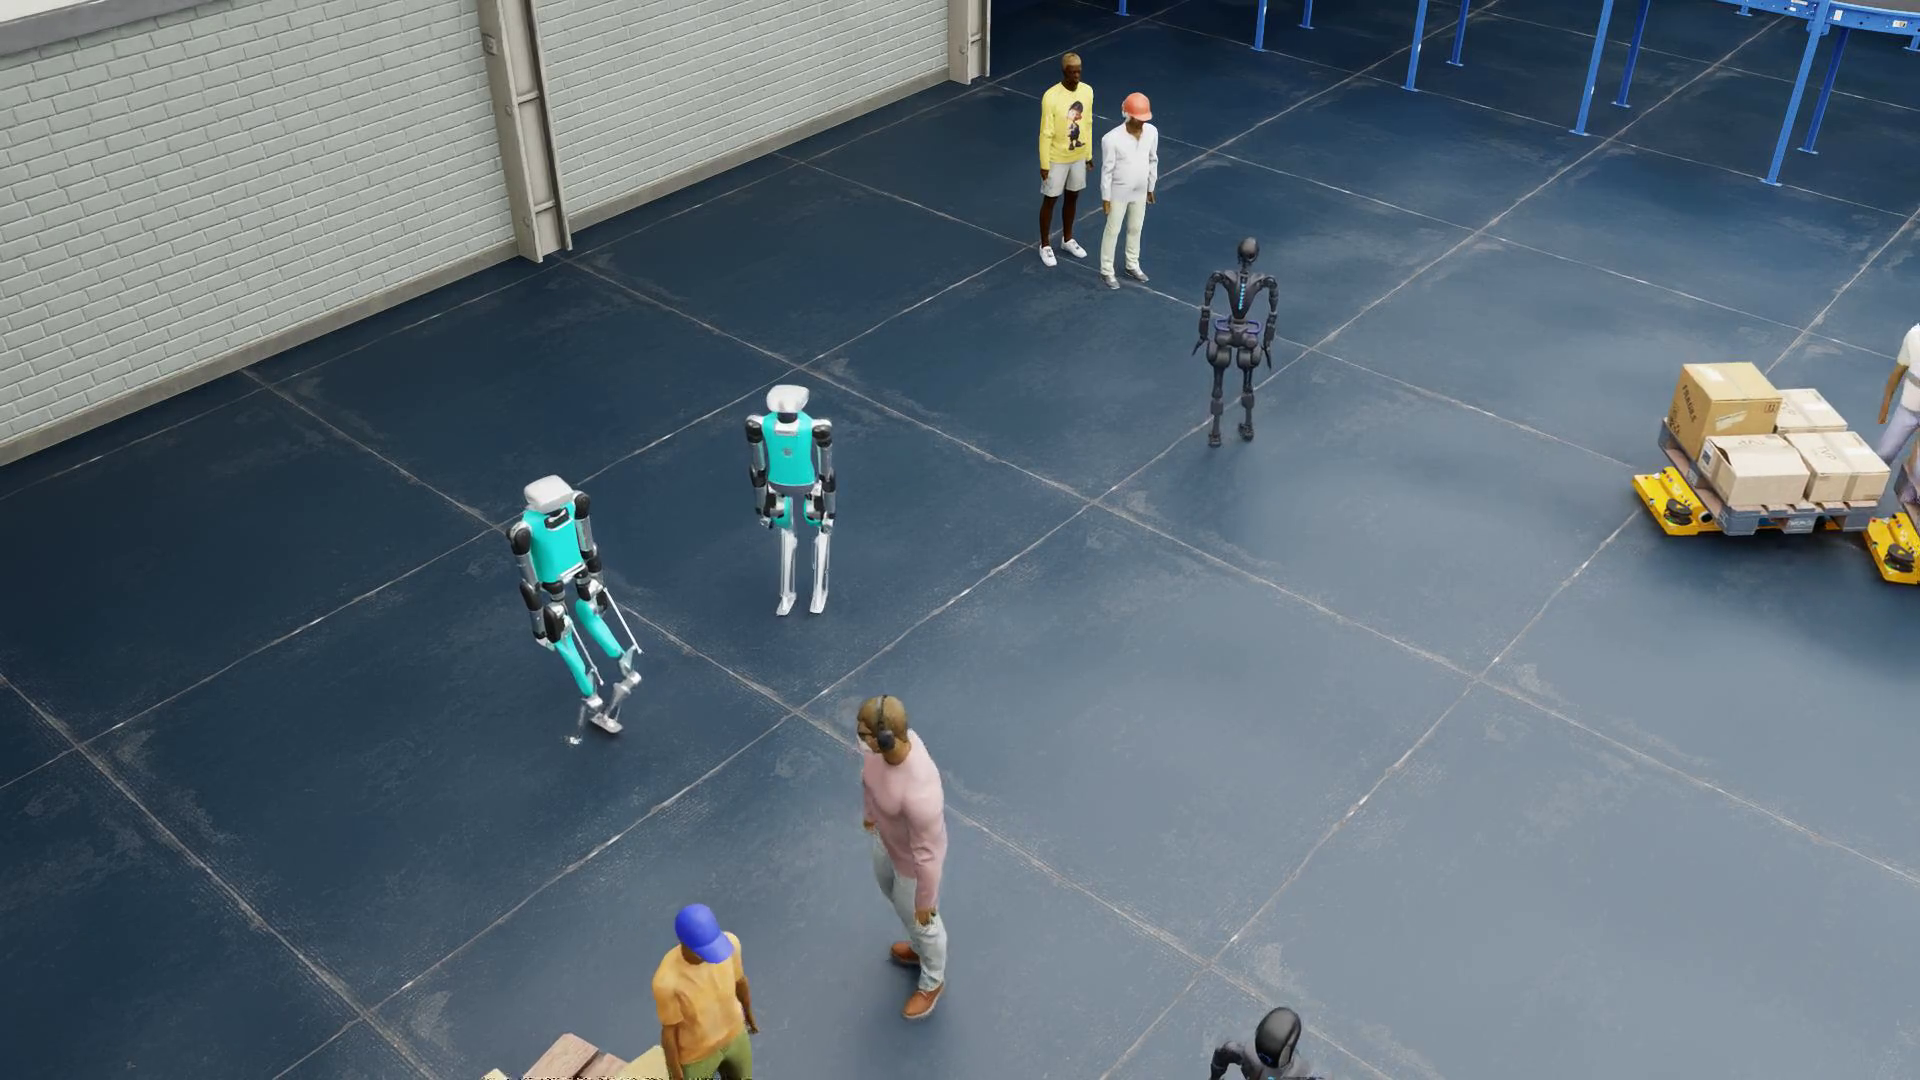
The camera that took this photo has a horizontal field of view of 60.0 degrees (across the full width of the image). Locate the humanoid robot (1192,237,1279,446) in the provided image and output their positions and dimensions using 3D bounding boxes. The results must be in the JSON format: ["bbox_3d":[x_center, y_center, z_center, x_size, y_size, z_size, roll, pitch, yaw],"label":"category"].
[{"bbox_3d":[2.018,-1.481,12.253,0.590,1.655,0.396,4,36,6],"label":"humanoid robot"}]

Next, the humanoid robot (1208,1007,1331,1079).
[{"bbox_3d":[1.249,2.474,6.715,0.616,1.638,0.612,17,39,22],"label":"humanoid robot"}]

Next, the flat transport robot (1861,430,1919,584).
[{"bbox_3d":[6.952,0.085,11.268,1.431,0.231,0.659,5,36,8],"label":"flat transport robot"}]

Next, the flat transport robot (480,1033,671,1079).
[{"bbox_3d":[-1.661,2.968,7.220,1.431,0.231,0.659,19,40,25],"label":"flat transport robot"}]

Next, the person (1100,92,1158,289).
[{"bbox_3d":[1.468,-3.017,14.352,0.561,1.743,0.349,-18,39,-24],"label":"person"}]

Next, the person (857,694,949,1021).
[{"bbox_3d":[-0.244,1.482,7.889,0.431,1.920,0.708,-12,37,-17],"label":"person"}]

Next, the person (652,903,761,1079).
[{"bbox_3d":[-1.054,2.164,7.105,0.474,1.708,0.388,-26,43,-31],"label":"person"}]

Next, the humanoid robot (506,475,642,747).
[{"bbox_3d":[-2.093,0.488,9.440,0.666,1.804,0.538,25,42,30],"label":"humanoid robot"}]

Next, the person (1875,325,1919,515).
[{"bbox_3d":[6.544,-0.844,11.253,0.586,1.803,0.605,23,41,29],"label":"person"}]

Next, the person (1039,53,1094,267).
[{"bbox_3d":[0.938,-3.383,14.734,0.542,1.898,0.378,-19,40,-24],"label":"person"}]

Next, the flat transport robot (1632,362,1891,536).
[{"bbox_3d":[5.615,-0.311,11.825,1.431,0.231,0.659,-2,36,-3],"label":"flat transport robot"}]

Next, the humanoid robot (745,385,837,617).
[{"bbox_3d":[-1.004,-0.302,10.504,0.531,1.750,0.717,3,36,5],"label":"humanoid robot"}]
